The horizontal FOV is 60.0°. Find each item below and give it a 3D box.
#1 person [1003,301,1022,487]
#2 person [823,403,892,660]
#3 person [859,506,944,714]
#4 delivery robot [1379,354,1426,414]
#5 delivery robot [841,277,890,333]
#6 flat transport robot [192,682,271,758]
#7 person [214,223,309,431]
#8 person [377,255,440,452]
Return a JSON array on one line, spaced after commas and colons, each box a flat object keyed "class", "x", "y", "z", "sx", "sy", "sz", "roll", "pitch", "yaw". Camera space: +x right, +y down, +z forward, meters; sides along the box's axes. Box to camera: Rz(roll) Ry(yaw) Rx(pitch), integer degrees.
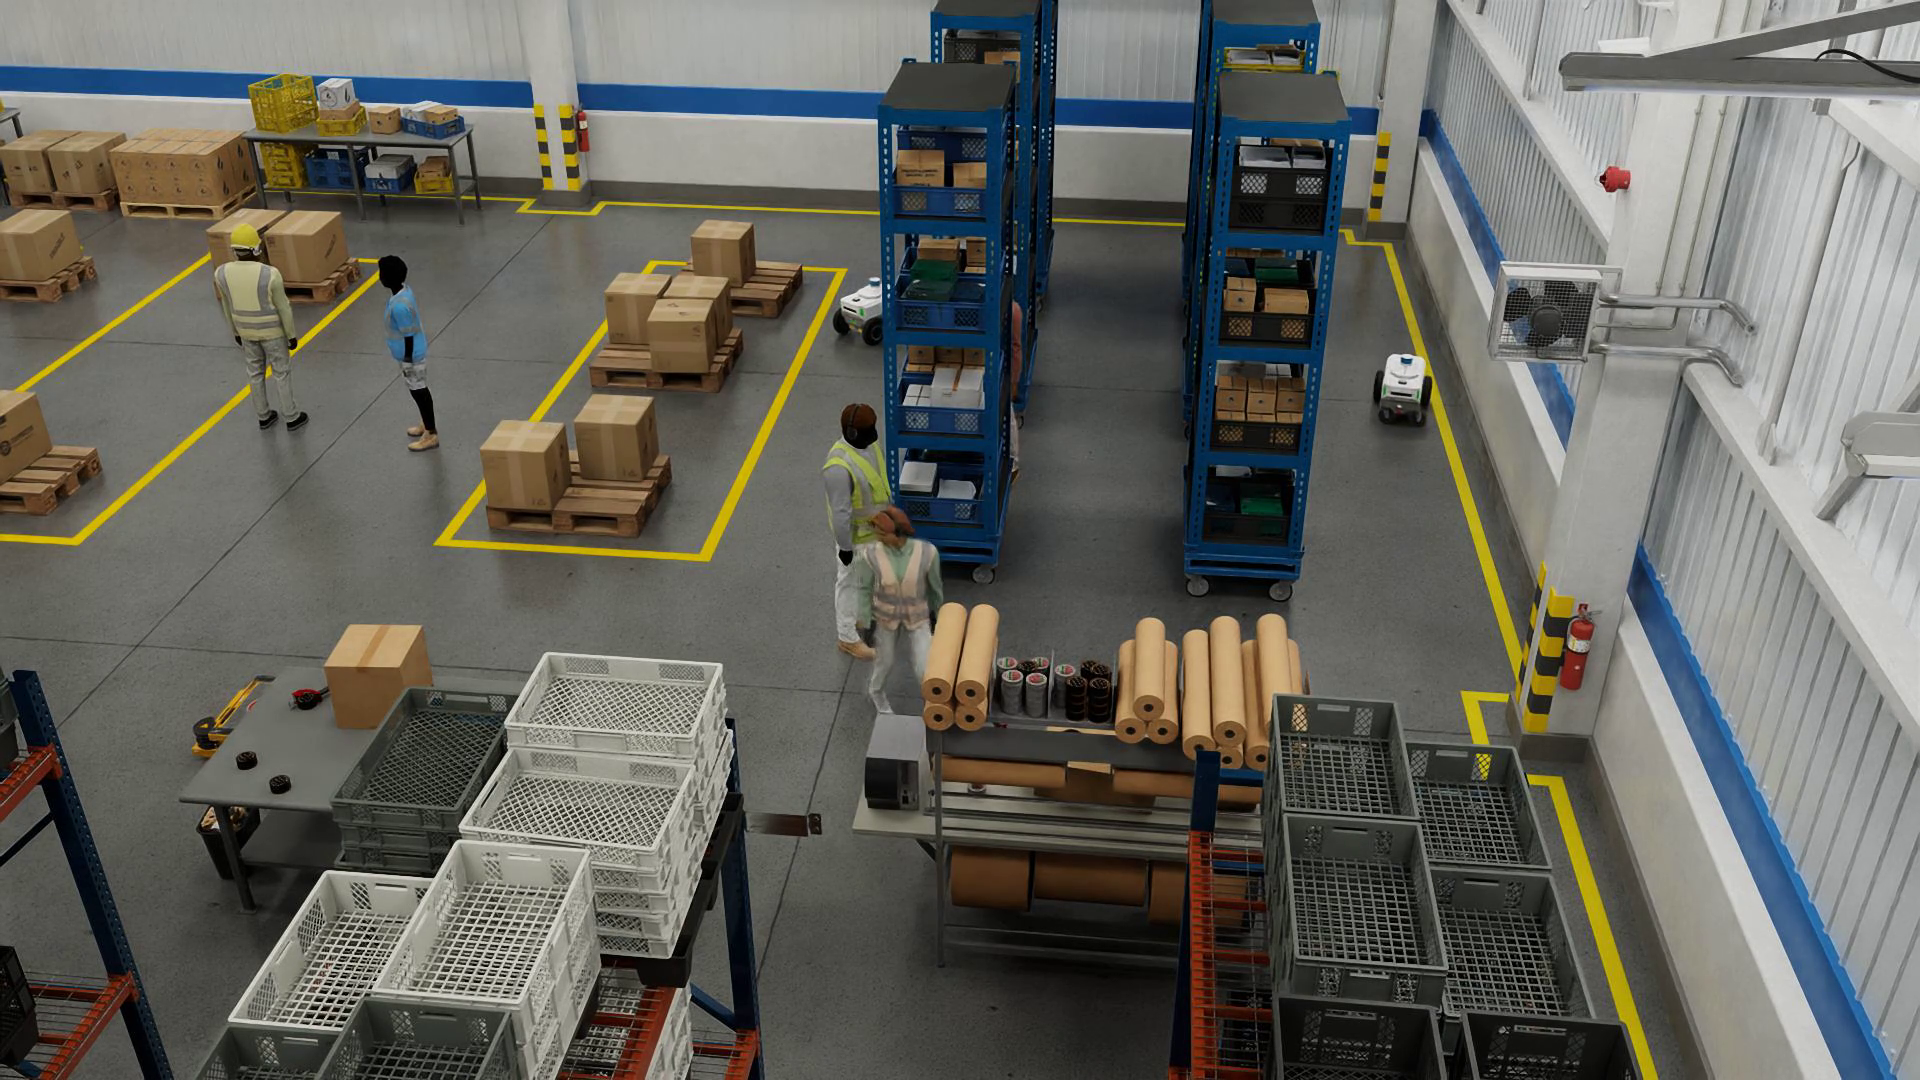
[{"class": "person", "x": 0.200, "y": -1.338, "z": 13.268, "sx": 0.634, "sy": 1.981, "sz": 0.435, "roll": 16, "pitch": 34, "yaw": 25}, {"class": "person", "x": -0.668, "y": -0.087, "z": 11.245, "sx": 0.429, "sy": 1.841, "sz": 0.634, "roll": 10, "pitch": 32, "yaw": 16}, {"class": "person", "x": -0.346, "y": 0.529, "z": 10.446, "sx": 0.571, "sy": 1.619, "sz": 0.540, "roll": 1, "pitch": 30, "yaw": 1}, {"class": "delivery robot", "x": 3.917, "y": -1.403, "z": 14.685, "sx": 0.477, "sy": 0.478, "sz": 0.707, "roll": 9, "pitch": 31, "yaw": 15}, {"class": "delivery robot", "x": -0.822, "y": -2.326, "z": 16.271, "sx": 0.477, "sy": 0.478, "sz": 0.707, "roll": 25, "pitch": 39, "yaw": 36}, {"class": "flat transport robot", "x": -4.089, "y": 1.163, "z": 10.648, "sx": 1.431, "sy": 0.197, "sz": 0.652, "roll": 3, "pitch": 30, "yaw": 6}, {"class": "person", "x": -5.959, "y": -1.809, "z": 14.224, "sx": 0.595, "sy": 1.824, "sz": 0.404, "roll": 3, "pitch": 30, "yaw": 6}, {"class": "person", "x": -4.625, "y": -1.569, "z": 13.935, "sx": 0.317, "sy": 1.694, "sz": 0.555, "roll": -9, "pitch": 31, "yaw": -14}]
